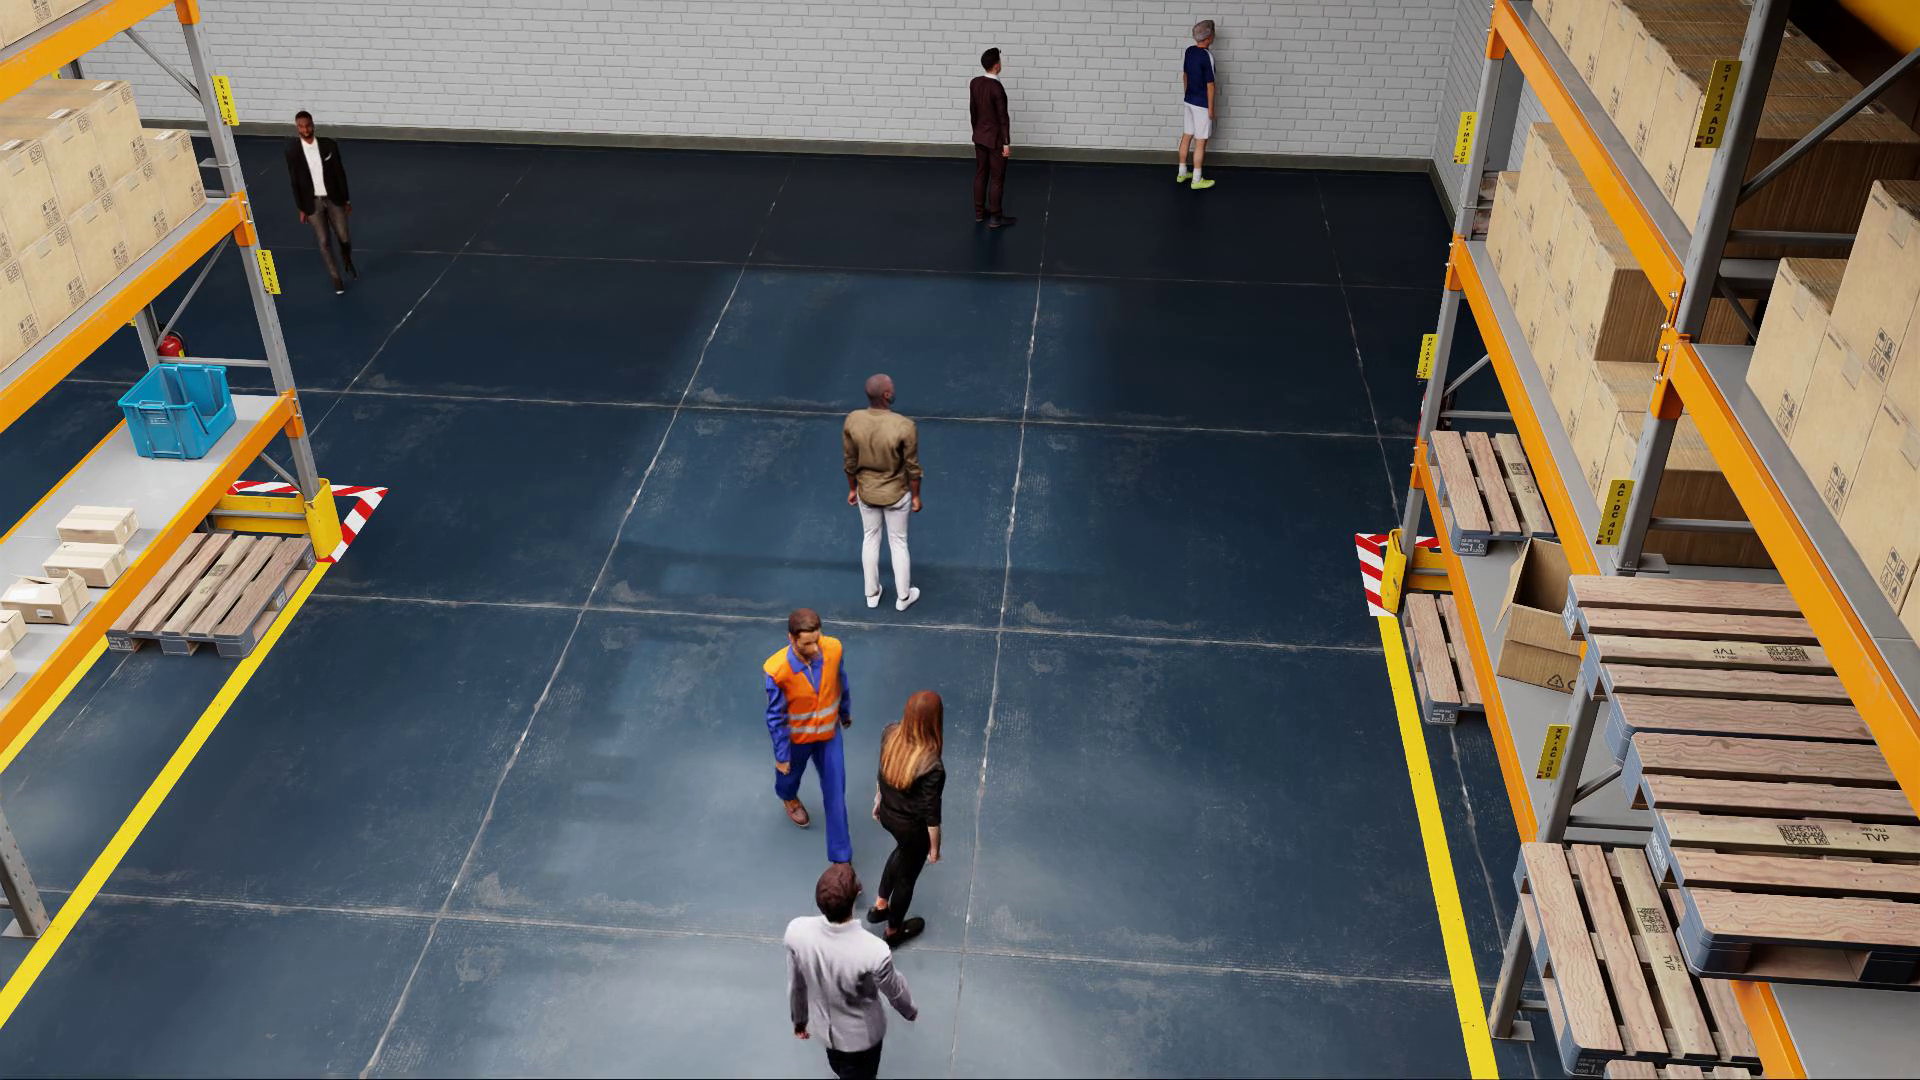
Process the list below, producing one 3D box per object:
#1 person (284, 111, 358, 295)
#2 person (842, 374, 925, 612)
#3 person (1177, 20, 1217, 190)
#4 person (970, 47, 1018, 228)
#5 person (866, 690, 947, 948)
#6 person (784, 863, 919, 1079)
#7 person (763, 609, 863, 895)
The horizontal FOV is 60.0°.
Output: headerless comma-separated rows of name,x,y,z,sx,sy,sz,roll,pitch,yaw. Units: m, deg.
person,-6.139,-3.268,16.002,0.794,1.793,0.840,-12,35,-17
person,-0.529,-0.316,11.533,0.763,1.824,0.656,9,35,13
person,2.616,-4.793,18.254,0.783,1.839,0.690,-18,38,-25
person,0.323,-4.193,17.322,0.824,1.873,0.778,-28,43,-35
person,-0.350,1.528,8.878,0.839,1.691,0.777,-25,41,-32
person,-0.550,2.273,7.638,0.899,1.824,1.104,14,36,20
person,-0.903,1.067,9.472,1.155,1.801,1.356,-16,37,-23
